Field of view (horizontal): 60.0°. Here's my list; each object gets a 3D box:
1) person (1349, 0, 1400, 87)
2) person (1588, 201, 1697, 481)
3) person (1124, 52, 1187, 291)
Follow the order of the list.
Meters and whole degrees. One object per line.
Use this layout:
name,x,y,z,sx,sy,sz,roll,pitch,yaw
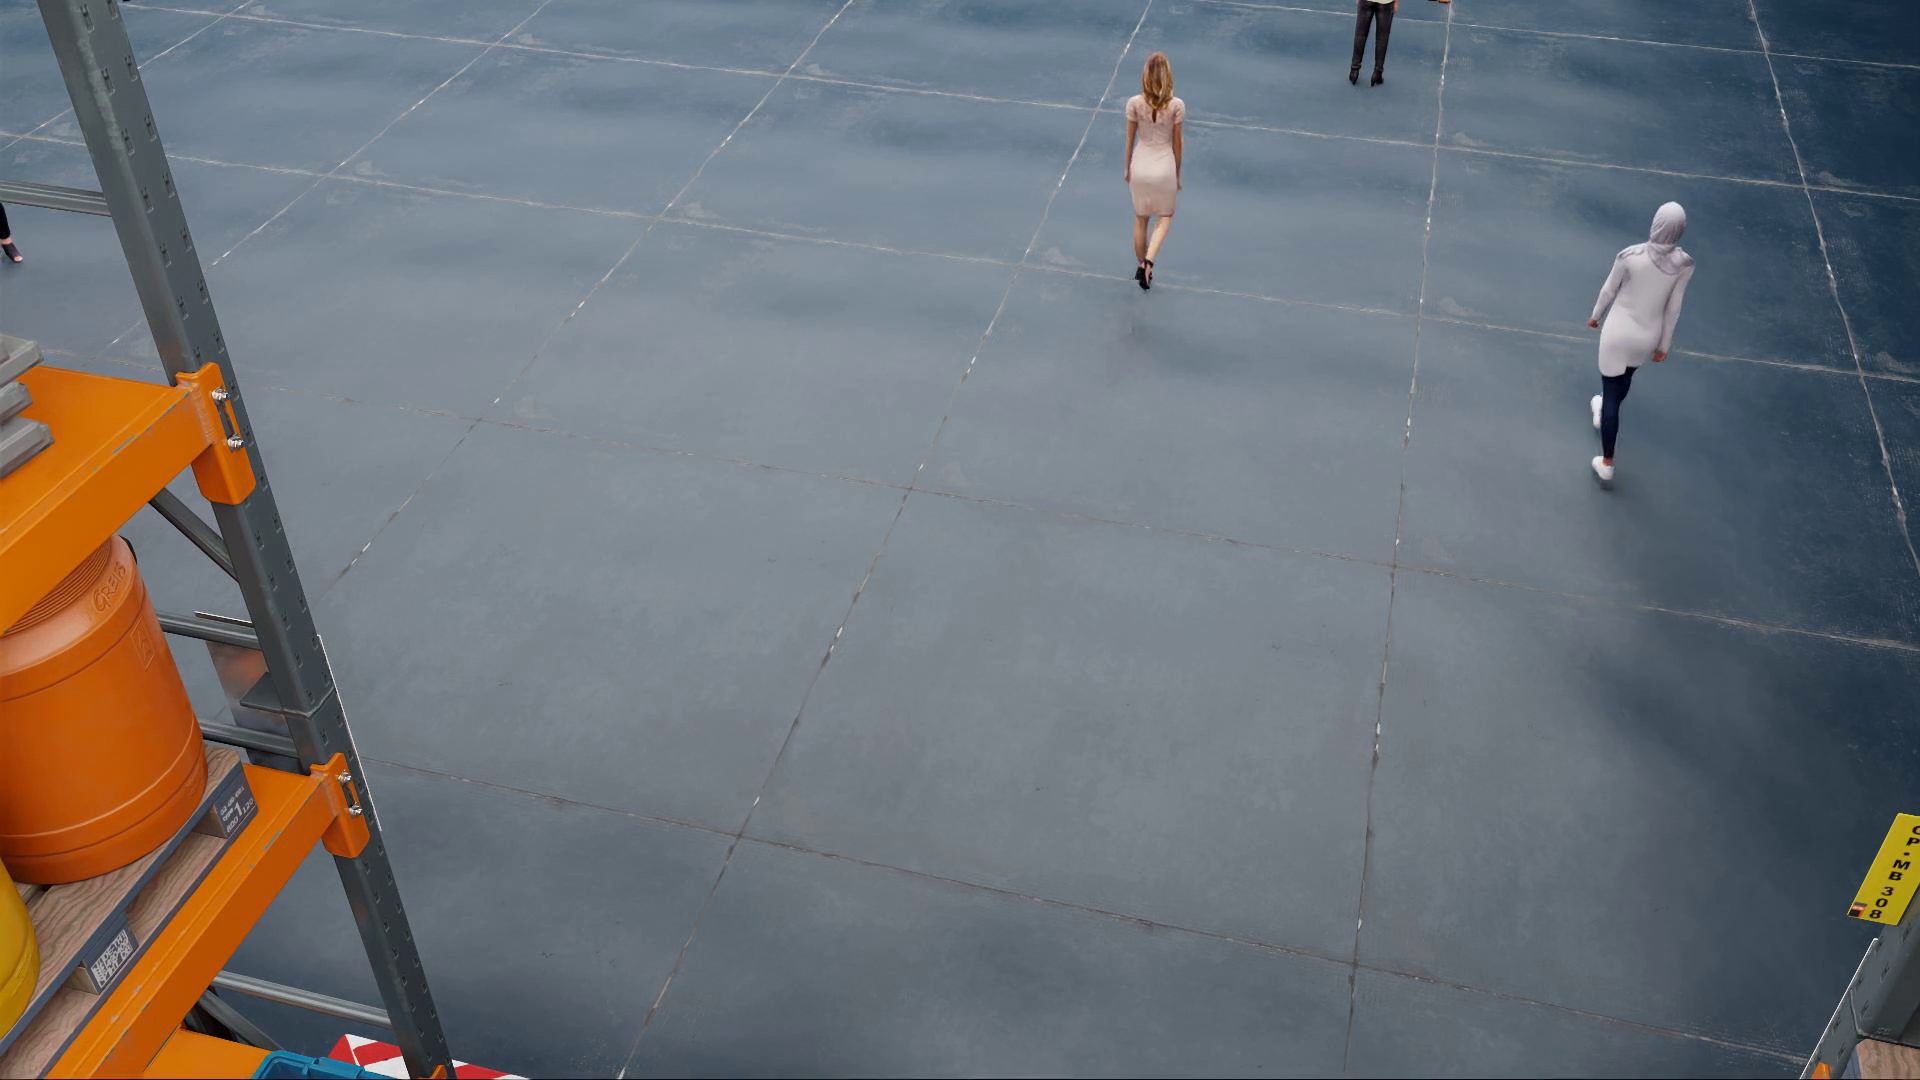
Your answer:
person,3.778,-4.903,15.050,0.614,1.588,0.520,13,40,16
person,4.100,-1.177,10.172,0.731,1.730,1.154,4,38,5
person,1.358,-2.555,11.860,0.599,1.821,0.752,11,39,14
